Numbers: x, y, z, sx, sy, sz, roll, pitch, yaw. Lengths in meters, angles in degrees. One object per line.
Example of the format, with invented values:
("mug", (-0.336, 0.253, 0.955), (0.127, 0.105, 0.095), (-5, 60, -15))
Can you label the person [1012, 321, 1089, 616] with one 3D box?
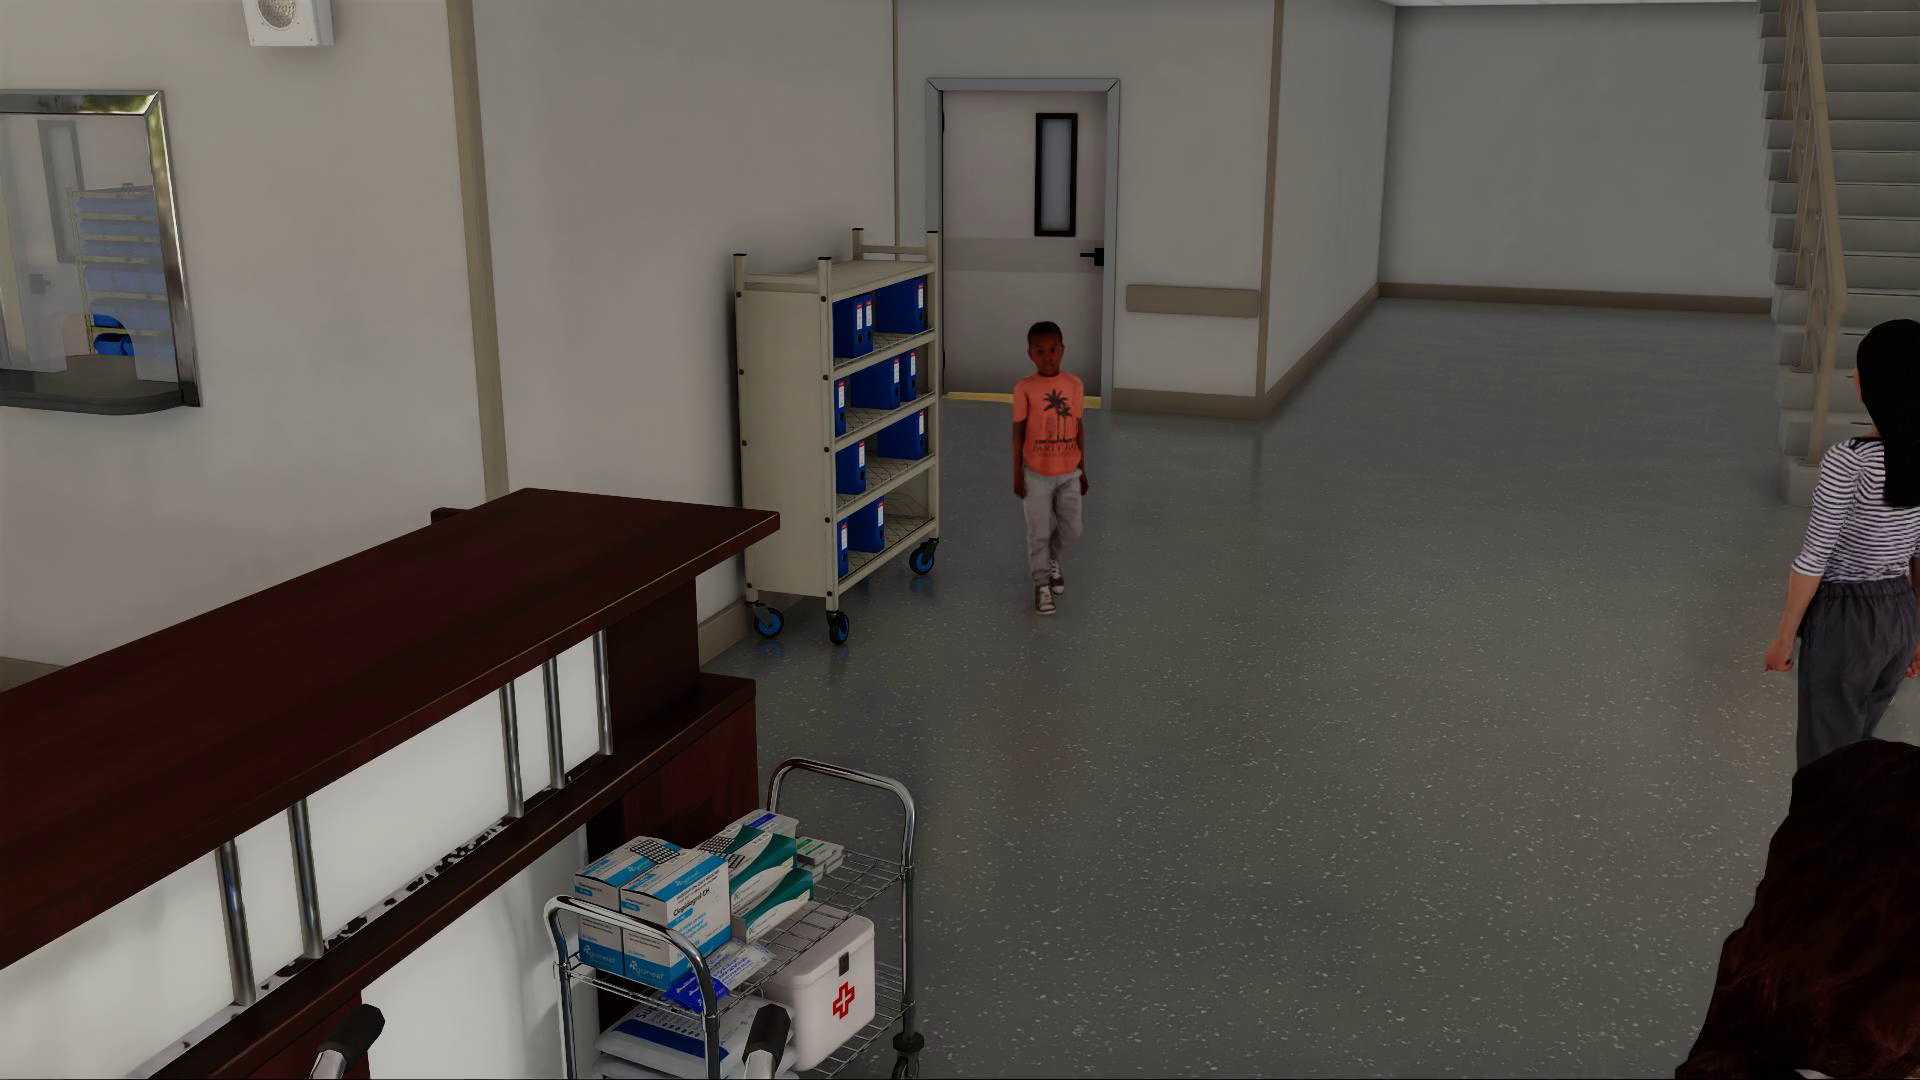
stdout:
("person", (0.385, -0.339, 7.434), (0.636, 1.304, 0.714), (-3, 16, -9))

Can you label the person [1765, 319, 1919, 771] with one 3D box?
("person", (2.465, 0.296, 4.412), (0.840, 1.722, 0.899), (-7, 17, -23))
